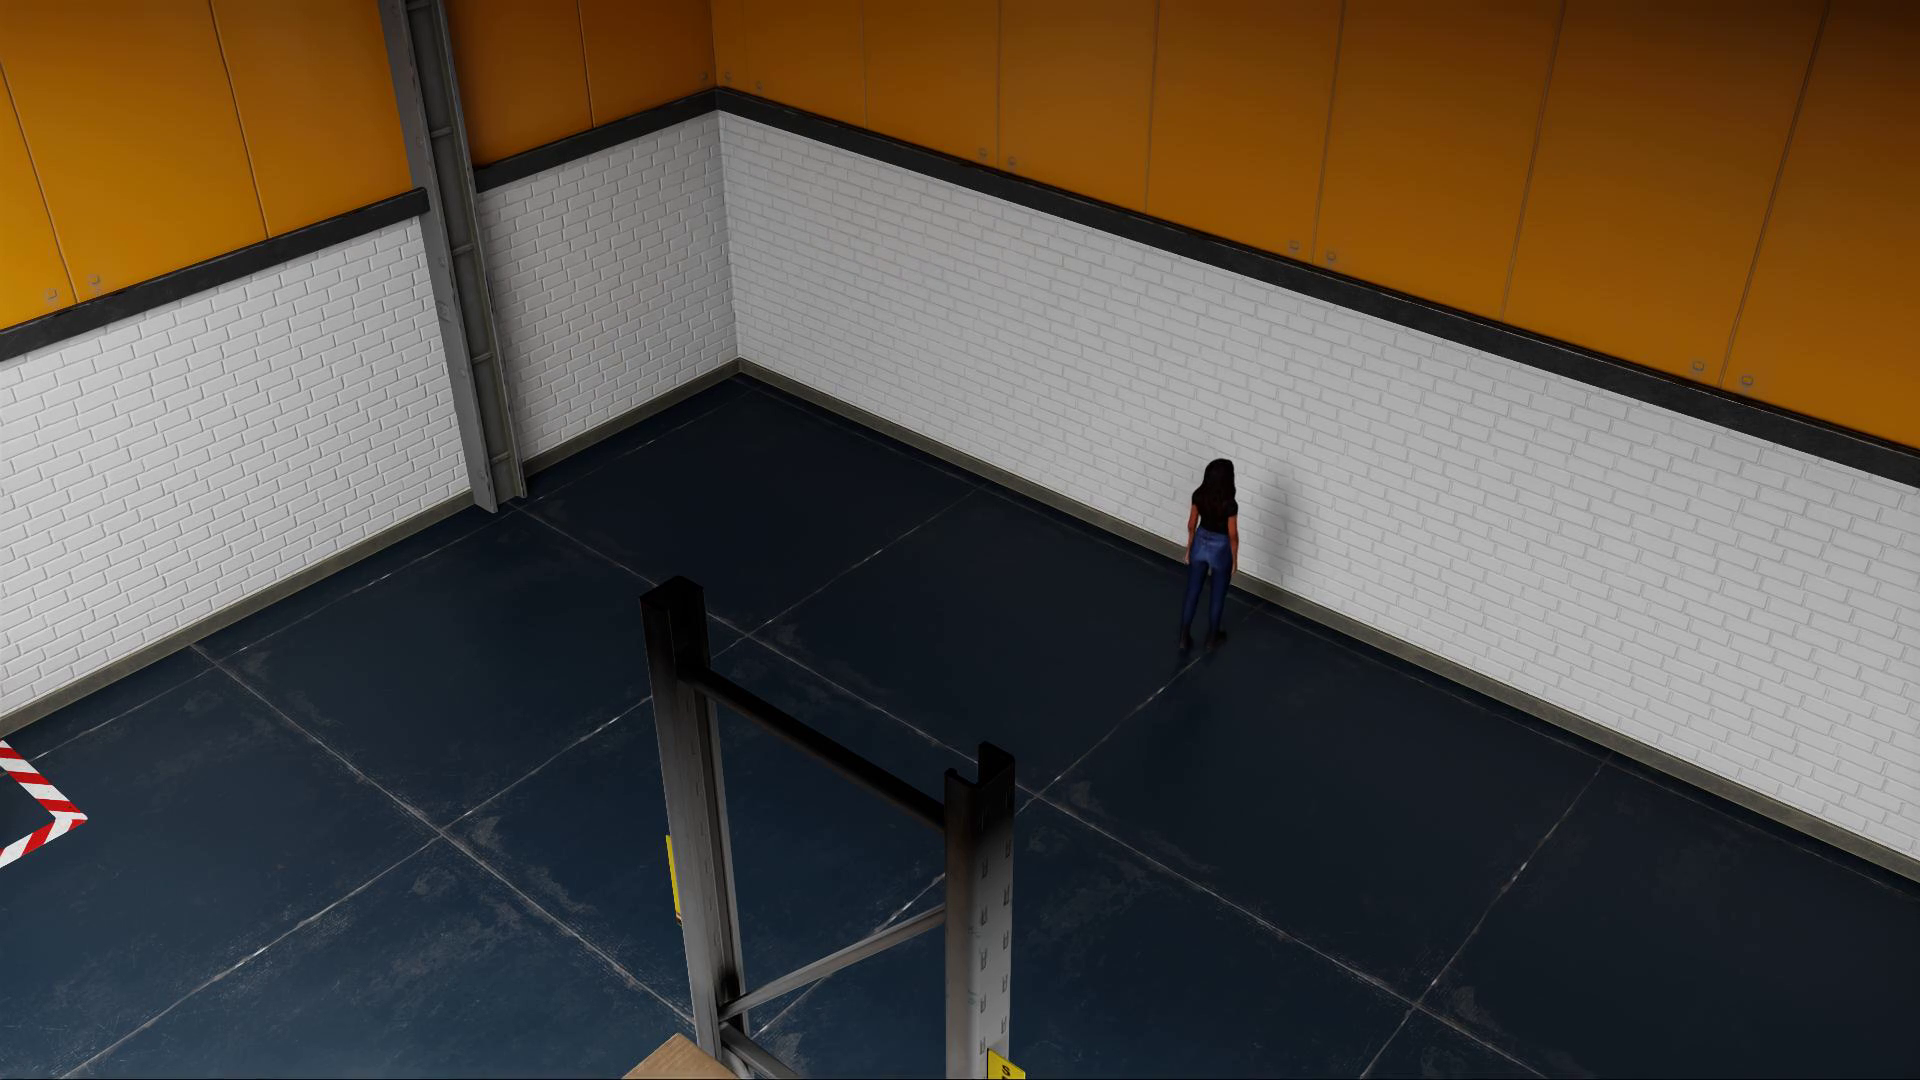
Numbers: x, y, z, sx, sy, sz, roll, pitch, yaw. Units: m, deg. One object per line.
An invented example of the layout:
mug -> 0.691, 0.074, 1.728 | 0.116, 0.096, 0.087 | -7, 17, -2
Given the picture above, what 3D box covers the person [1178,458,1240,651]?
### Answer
person -> 1.950, 0.140, 13.013 | 0.608, 1.738, 0.712 | 20, 38, 27
